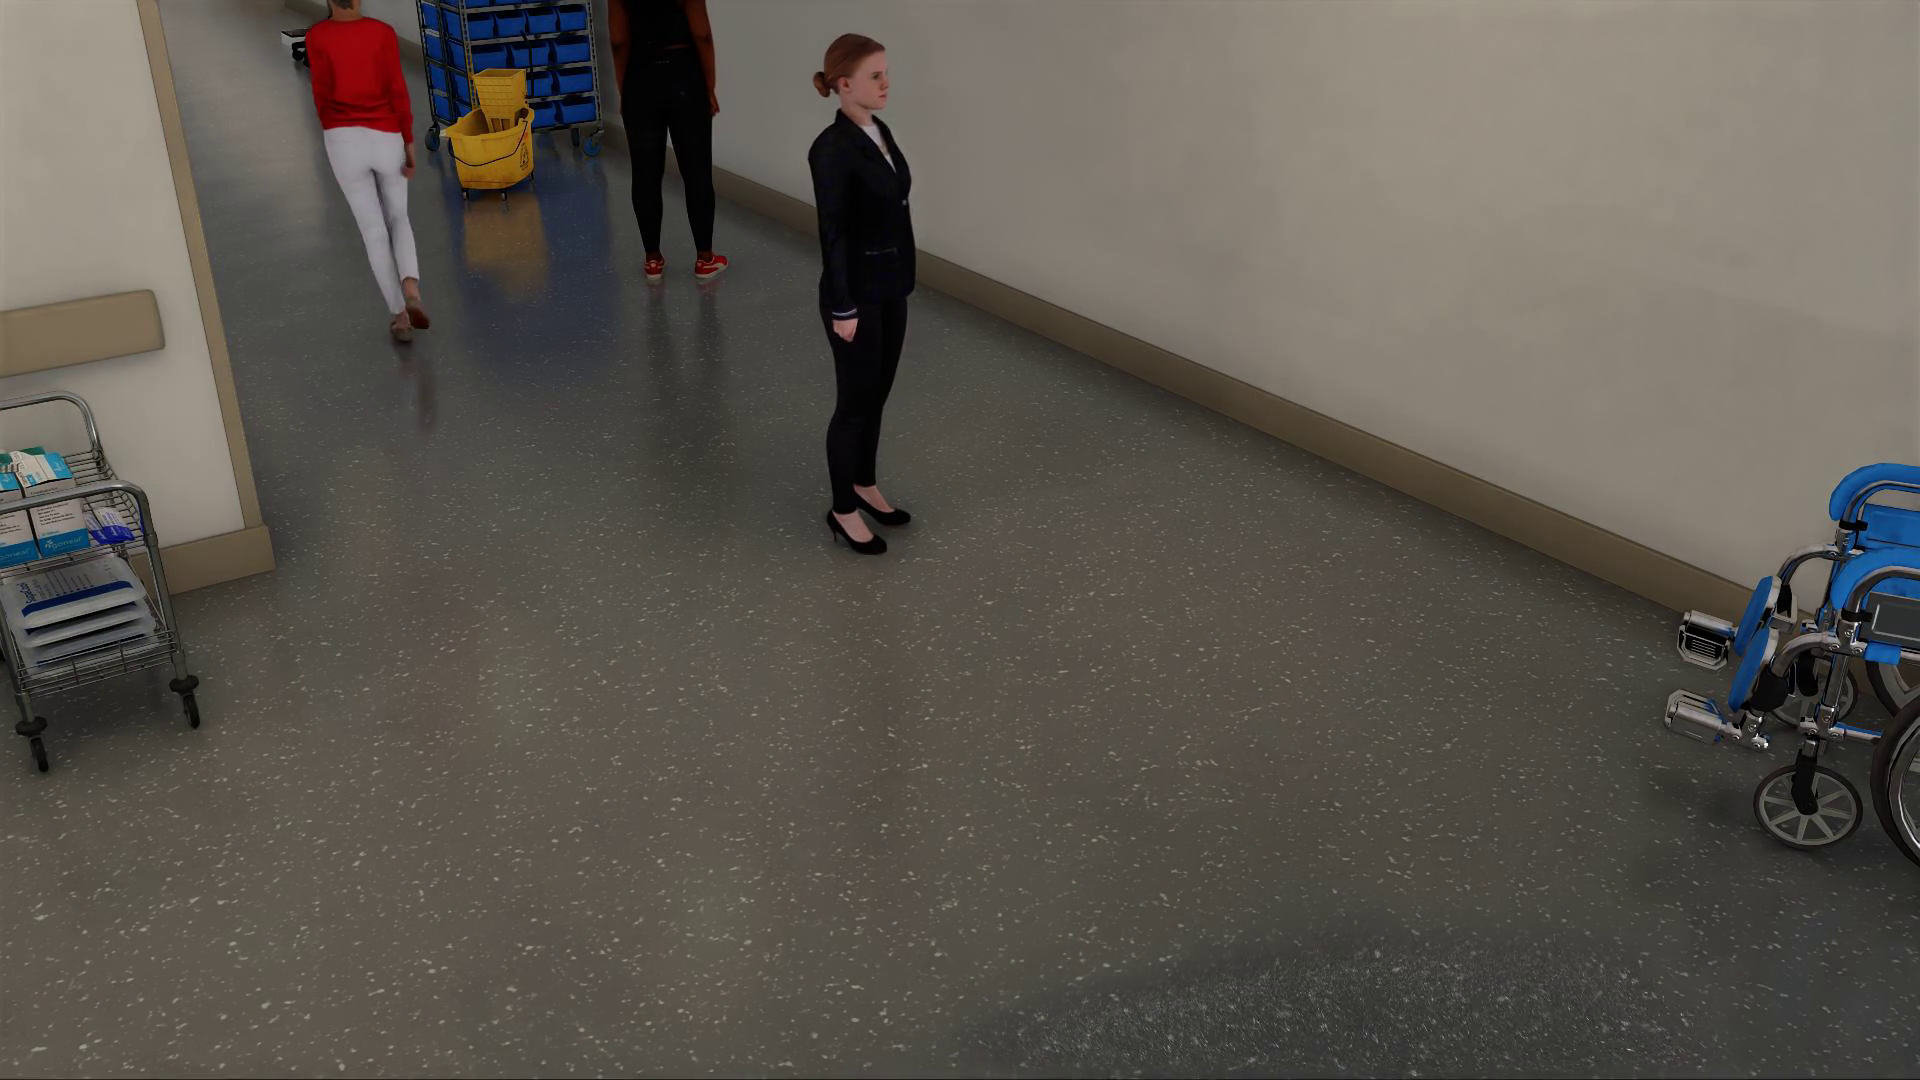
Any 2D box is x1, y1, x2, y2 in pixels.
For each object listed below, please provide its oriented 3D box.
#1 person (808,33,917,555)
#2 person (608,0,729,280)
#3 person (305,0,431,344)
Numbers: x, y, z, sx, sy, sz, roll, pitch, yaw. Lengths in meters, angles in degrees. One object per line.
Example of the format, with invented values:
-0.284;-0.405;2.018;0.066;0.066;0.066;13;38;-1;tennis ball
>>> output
-0.322;-0.781;5.415;0.775;1.685;0.686;9;27;17;person
-1.453;-2.198;8.203;0.743;1.816;0.829;1;26;1;person
-2.559;-1.643;7.209;0.667;1.681;0.675;-10;27;-19;person
